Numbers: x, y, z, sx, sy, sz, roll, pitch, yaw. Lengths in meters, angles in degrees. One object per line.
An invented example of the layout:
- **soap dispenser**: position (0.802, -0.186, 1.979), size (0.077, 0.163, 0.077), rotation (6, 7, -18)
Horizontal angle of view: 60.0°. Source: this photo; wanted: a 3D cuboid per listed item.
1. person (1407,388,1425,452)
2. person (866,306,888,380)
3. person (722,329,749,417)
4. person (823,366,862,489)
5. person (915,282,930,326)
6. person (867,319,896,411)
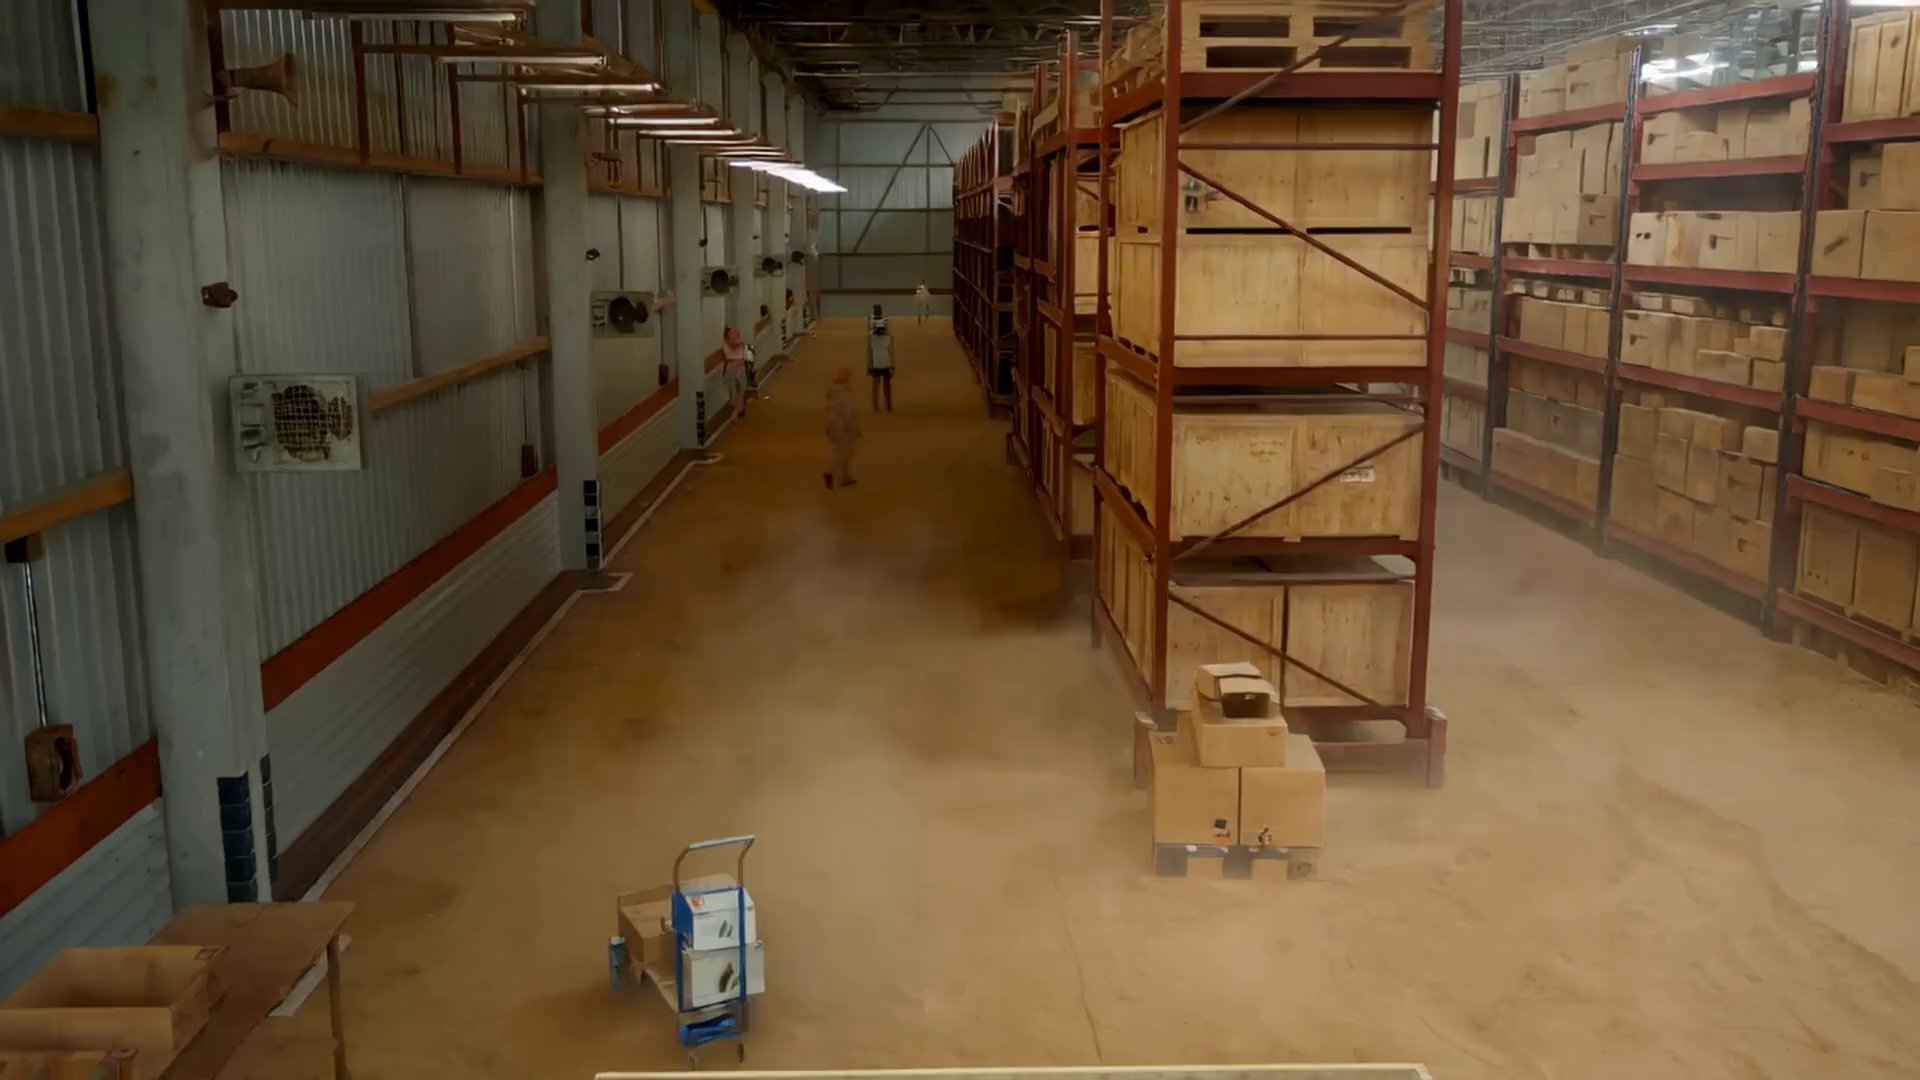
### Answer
- **person**: position (6.779, -1.437, 24.414), size (0.540, 1.695, 0.317), rotation (-1, 11, -3)
- **person**: position (-2.133, -5.082, 42.841), size (0.595, 1.907, 0.413), rotation (-5, 12, -22)
- **person**: position (-4.678, -3.497, 34.747), size (0.569, 1.840, 0.374), rotation (1, 11, 6)
- **person**: position (-1.832, -1.720, 25.407), size (0.648, 1.880, 0.781), rotation (10, 15, 42)
- **person**: position (-1.415, -9.131, 64.429), size (0.568, 1.701, 0.872), rotation (5, 12, 23)
- **person**: position (-1.681, -3.753, 35.714), size (0.613, 1.988, 0.403), rotation (-3, 11, -15)
